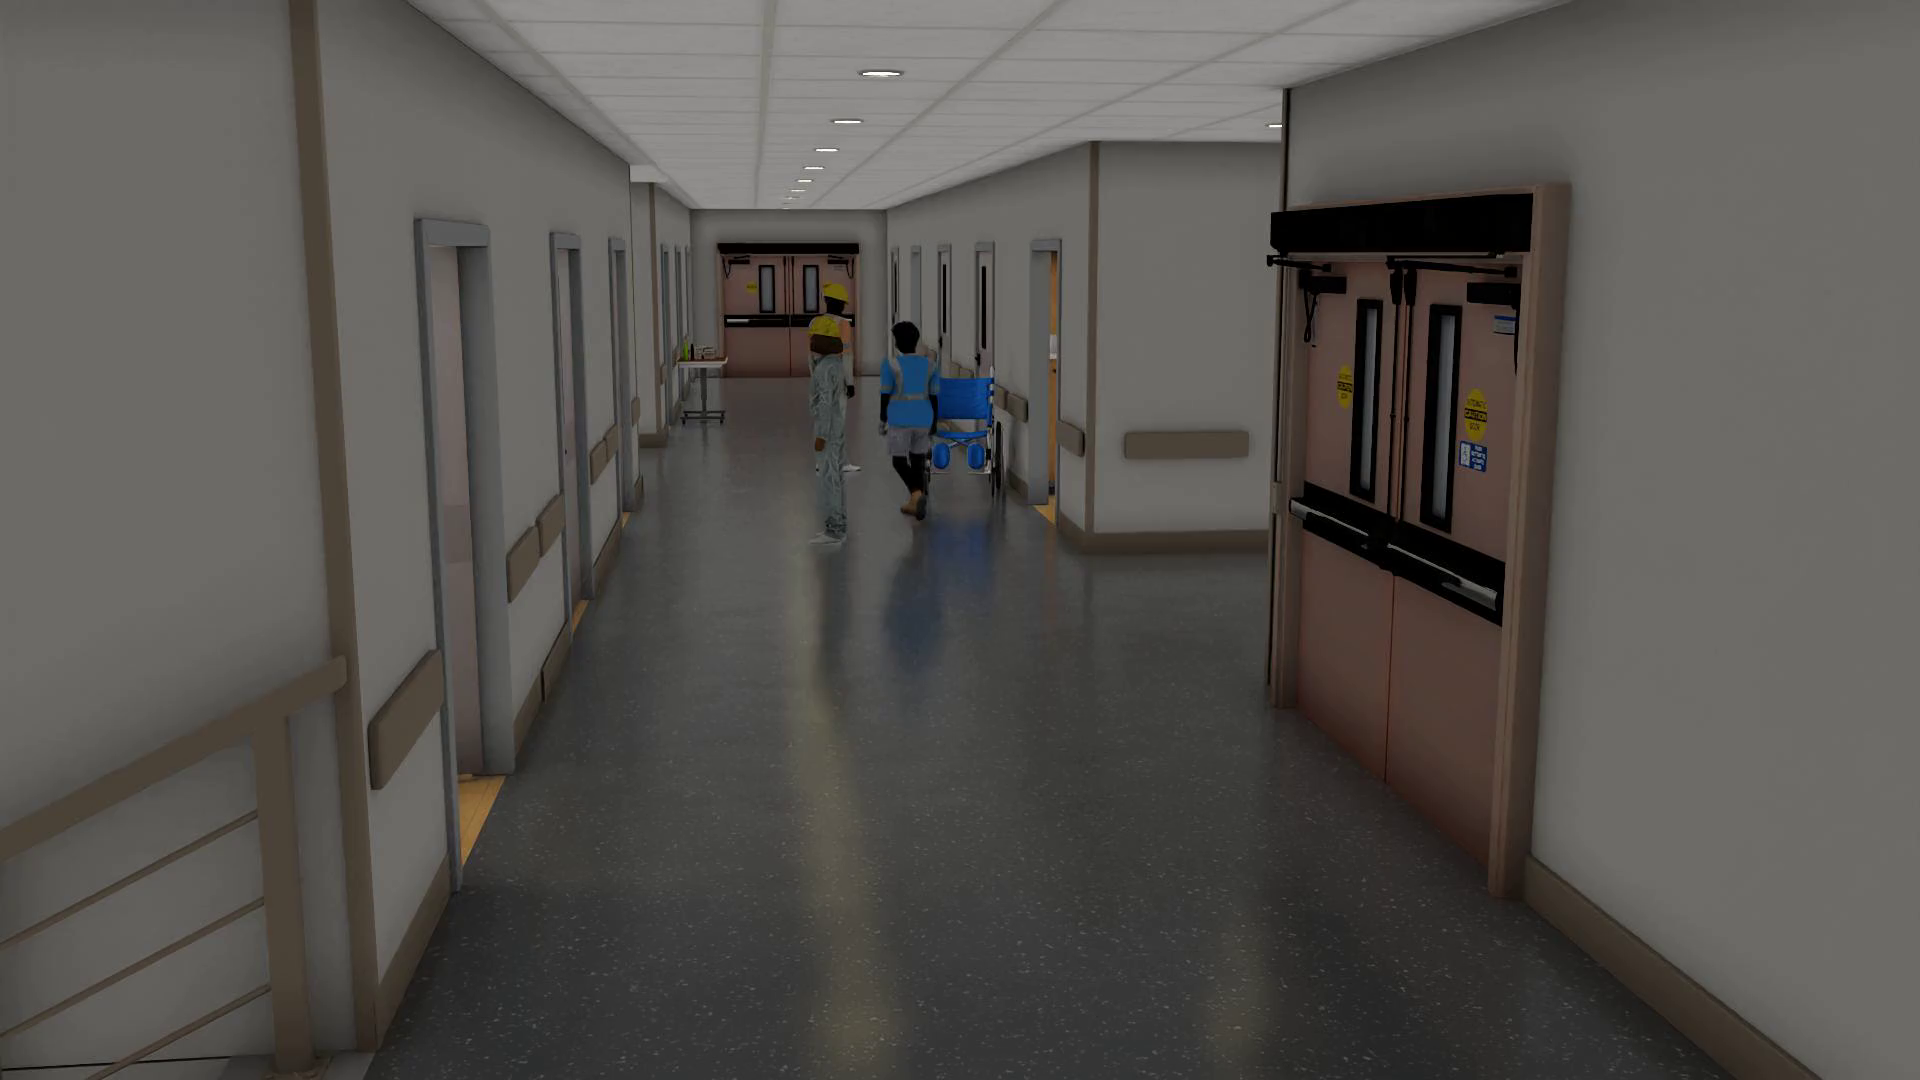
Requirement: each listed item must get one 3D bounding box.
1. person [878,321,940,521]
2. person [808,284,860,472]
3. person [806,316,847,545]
[{"bbox_3d":[-0.387,-0.985,13.848,0.527,1.665,0.735,-5,11,-27],"label":"person"},{"bbox_3d":[-1.292,-1.648,16.994,0.585,1.916,0.390,9,13,43],"label":"person"},{"bbox_3d":[-1.025,-0.833,12.743,0.283,1.746,0.493,1,10,7],"label":"person"}]
